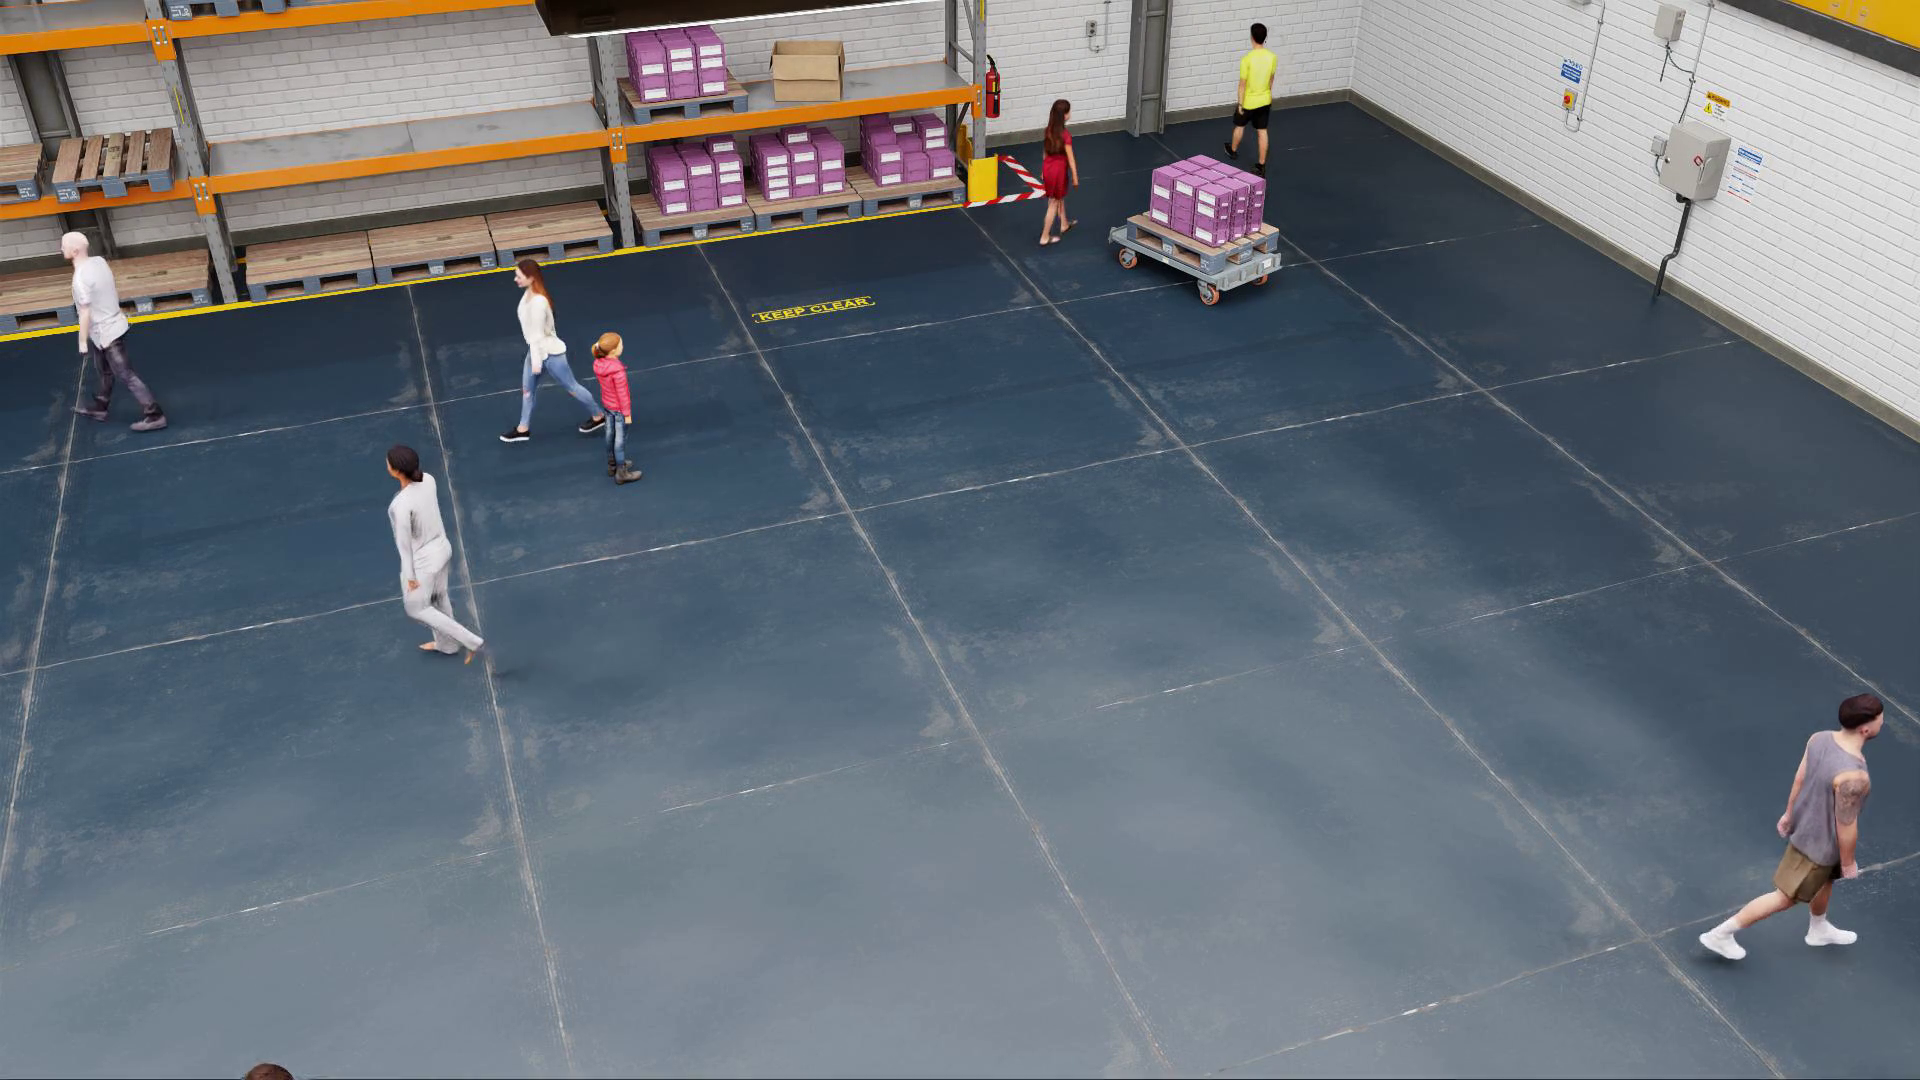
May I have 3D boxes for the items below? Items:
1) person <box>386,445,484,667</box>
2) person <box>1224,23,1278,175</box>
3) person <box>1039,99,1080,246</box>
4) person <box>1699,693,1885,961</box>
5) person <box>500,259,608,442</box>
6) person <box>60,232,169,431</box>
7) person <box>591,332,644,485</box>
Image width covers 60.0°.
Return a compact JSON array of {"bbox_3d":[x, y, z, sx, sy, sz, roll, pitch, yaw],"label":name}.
[{"bbox_3d":[-3.562,0.130,11.312,0.972,1.720,0.883,9,35,13],"label":"person"},{"bbox_3d":[3.436,-5.033,19.130,1.071,1.664,0.797,-6,34,-10],"label":"person"},{"bbox_3d":[0.957,-3.834,17.446,0.916,1.531,0.708,-24,40,-31],"label":"person"},{"bbox_3d":[4.567,1.606,8.968,1.247,1.813,0.989,4,34,6],"label":"person"},{"bbox_3d":[-3.368,-1.559,13.922,1.139,1.644,0.665,-13,36,-19],"label":"person"},{"bbox_3d":[-7.109,-1.739,14.052,1.109,1.800,0.797,-5,34,-7],"label":"person"},{"bbox_3d":[-2.809,-1.081,13.501,0.568,1.314,0.559,-24,40,-31],"label":"person"}]
